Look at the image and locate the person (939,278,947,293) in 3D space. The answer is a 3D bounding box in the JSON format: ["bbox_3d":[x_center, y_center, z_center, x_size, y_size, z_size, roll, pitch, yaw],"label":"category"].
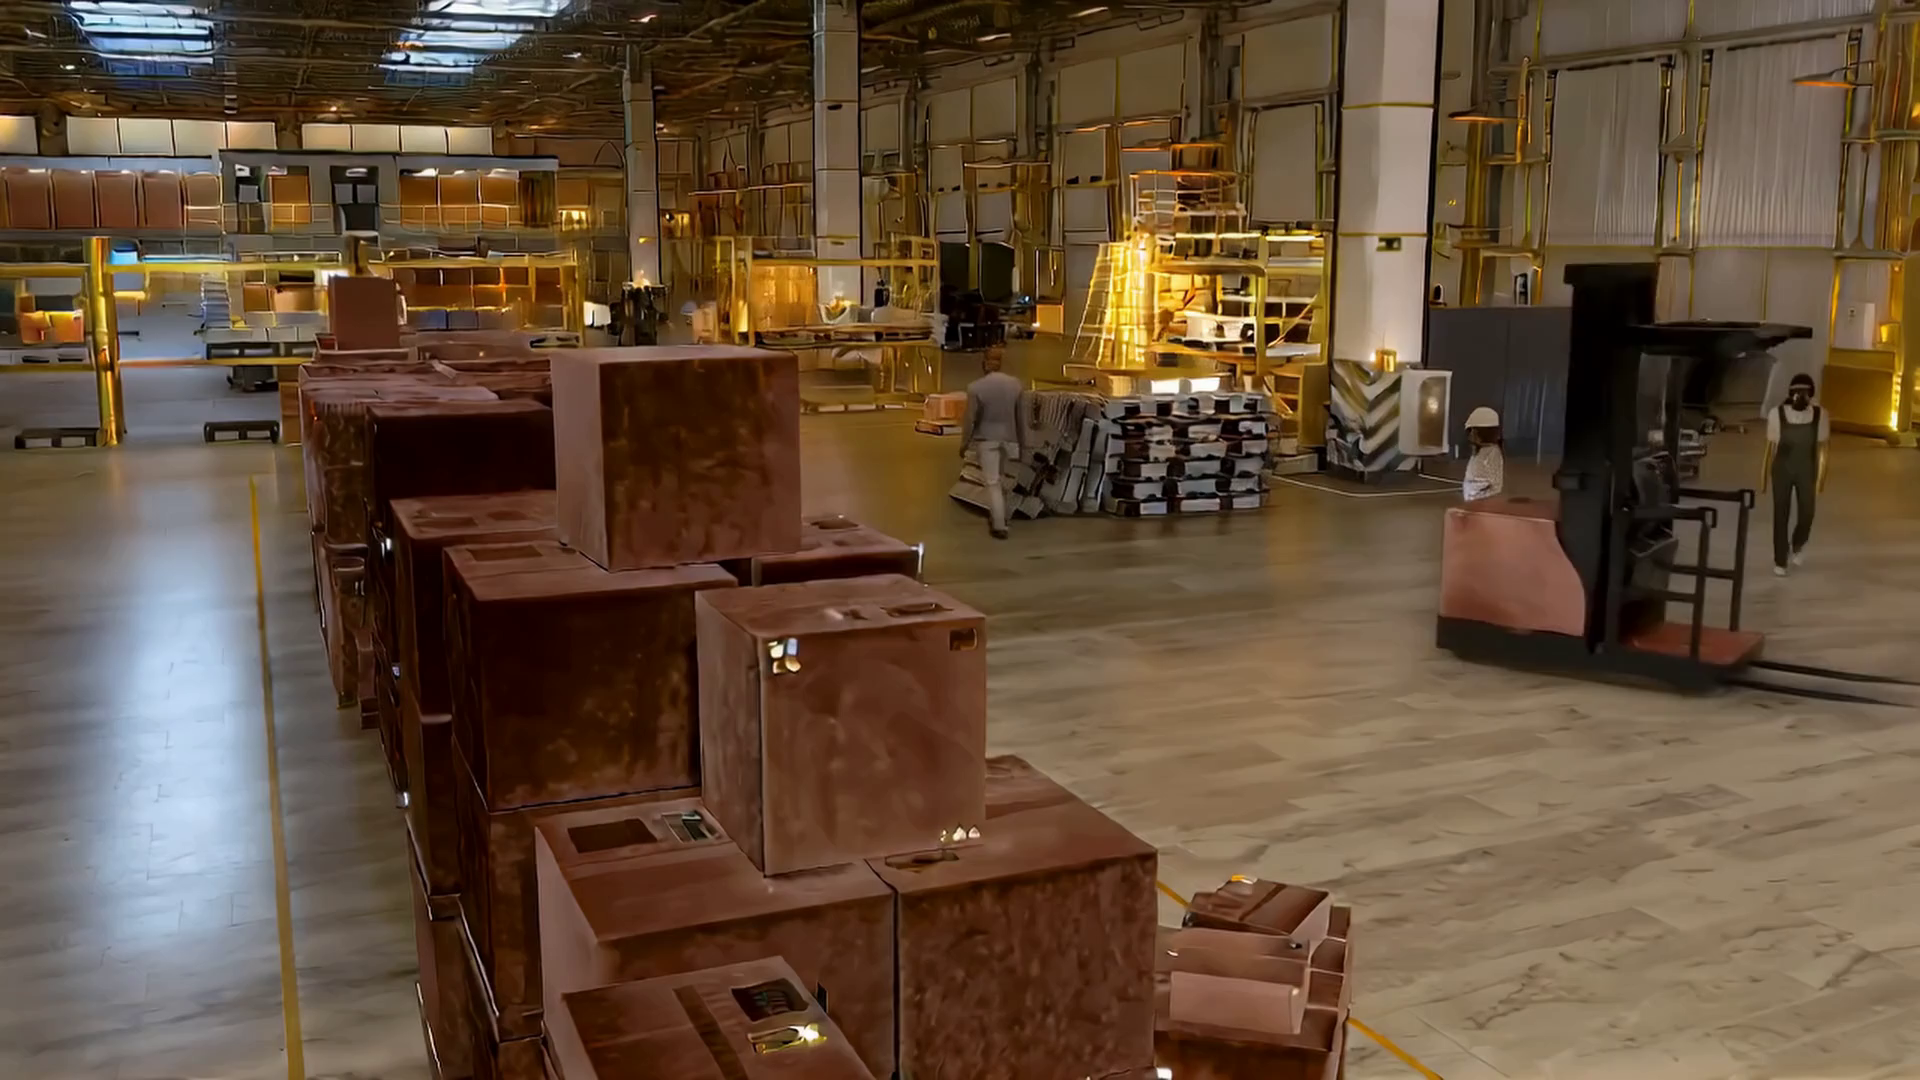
[{"bbox_3d":[-0.674,-7.929,55.641,0.537,1.698,0.321,8,13,38],"label":"person"}]

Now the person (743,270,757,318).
[{"bbox_3d":[-7.908,-9.276,62.687,0.429,1.840,0.624,7,12,34],"label":"person"}]

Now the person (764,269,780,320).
[{"bbox_3d":[-6.937,-9.048,61.214,0.586,1.916,0.391,0,10,0],"label":"person"}]

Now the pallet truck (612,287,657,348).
[{"bbox_3d":[-6.464,-4.406,35.401,0.823,1.965,1.885,6,12,32],"label":"pallet truck"}]

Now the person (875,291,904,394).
[{"bbox_3d":[-1.371,-3.771,31.919,0.623,1.989,0.400,6,12,29],"label":"person"}]

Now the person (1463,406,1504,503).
[{"bbox_3d":[3.934,-0.142,12.600,0.299,1.745,0.483,0,10,0],"label":"person"}]

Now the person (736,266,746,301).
[{"bbox_3d":[-8.852,-10.058,66.784,0.611,1.920,0.864,-1,10,-4],"label":"person"}]

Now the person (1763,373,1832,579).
[{"bbox_3d":[7.439,-0.582,14.815,0.503,1.833,0.534,5,11,24],"label":"person"}]

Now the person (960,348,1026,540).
[{"bbox_3d":[0.295,-0.982,16.787,0.654,1.900,0.875,-5,12,-26],"label":"person"}]

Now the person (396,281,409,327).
[{"bbox_3d":[-15.272,-6.085,45.053,0.565,1.850,0.602,-9,13,-40],"label":"person"}]

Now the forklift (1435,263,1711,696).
[{"bbox_3d":[4.444,-0.521,11.556,1.873,2.768,1.129,8,13,37],"label":"forklift"}]

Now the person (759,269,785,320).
[{"bbox_3d":[-6.855,-8.867,60.303,1.016,1.877,0.577,-4,11,-19],"label":"person"}]

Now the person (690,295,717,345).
[{"bbox_3d":[-5.464,-4.228,34.950,0.638,1.806,0.824,8,13,37],"label":"person"}]

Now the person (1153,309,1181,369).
[{"bbox_3d":[3.294,-2.828,27.064,0.653,1.861,0.612,7,13,35],"label":"person"}]

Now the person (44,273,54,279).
[{"bbox_3d":[-24.897,-6.275,45.586,0.614,2.039,0.396,0,10,0],"label":"person"}]
